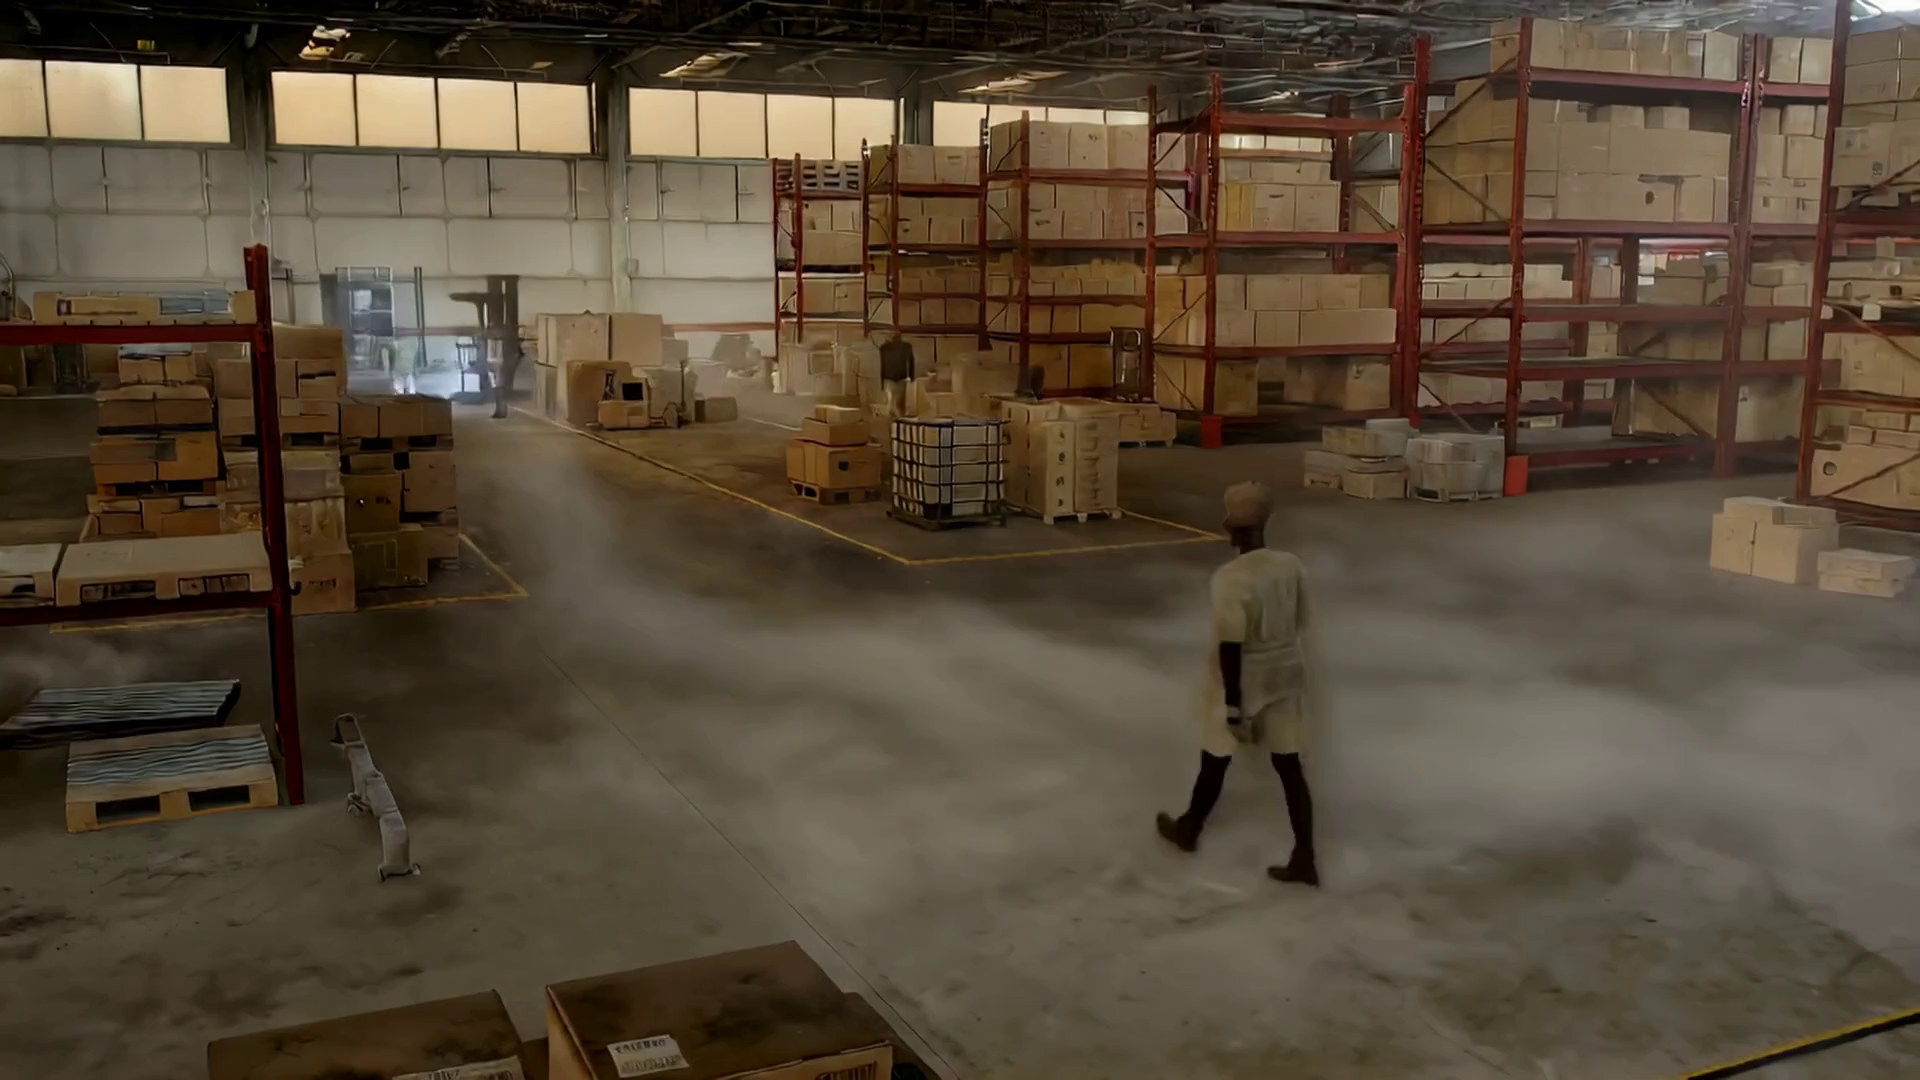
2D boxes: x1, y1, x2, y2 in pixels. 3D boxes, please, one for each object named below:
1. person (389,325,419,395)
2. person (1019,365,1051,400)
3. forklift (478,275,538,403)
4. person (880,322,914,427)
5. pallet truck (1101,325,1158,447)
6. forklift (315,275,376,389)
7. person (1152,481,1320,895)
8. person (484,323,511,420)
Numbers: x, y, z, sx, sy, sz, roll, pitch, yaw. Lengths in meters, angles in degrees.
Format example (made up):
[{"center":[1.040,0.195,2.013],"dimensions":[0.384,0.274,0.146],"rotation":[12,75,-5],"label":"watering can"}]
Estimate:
[{"center":[-11.066,-3.350,33.095],"dimensions":[0.632,1.842,0.429],"rotation":[-9,12,-43],"label":"person"},{"center":[1.016,-1.444,21.760],"dimensions":[0.539,1.681,0.502],"rotation":[-6,11,-31],"label":"person"},{"center":[-10.096,-4.492,36.958],"dimensions":[1.873,2.768,1.129],"rotation":[-8,12,-41],"label":"forklift"},{"center":[-1.164,-3.038,30.781],"dimensions":[0.633,1.967,0.860],"rotation":[0,9,2],"label":"person"},{"center":[2.881,-2.596,27.923],"dimensions":[0.823,1.965,1.885],"rotation":[-1,9,-7],"label":"pallet truck"},{"center":[-15.351,-5.070,40.541],"dimensions":[1.873,2.768,1.129],"rotation":[-4,10,-25],"label":"forklift"},{"center":[1.363,0.670,7.911],"dimensions":[0.608,1.911,1.017],"rotation":[-6,11,-34],"label":"person"},{"center":[-9.087,-3.309,32.704],"dimensions":[0.523,1.890,0.674],"rotation":[-6,11,-34],"label":"person"}]
